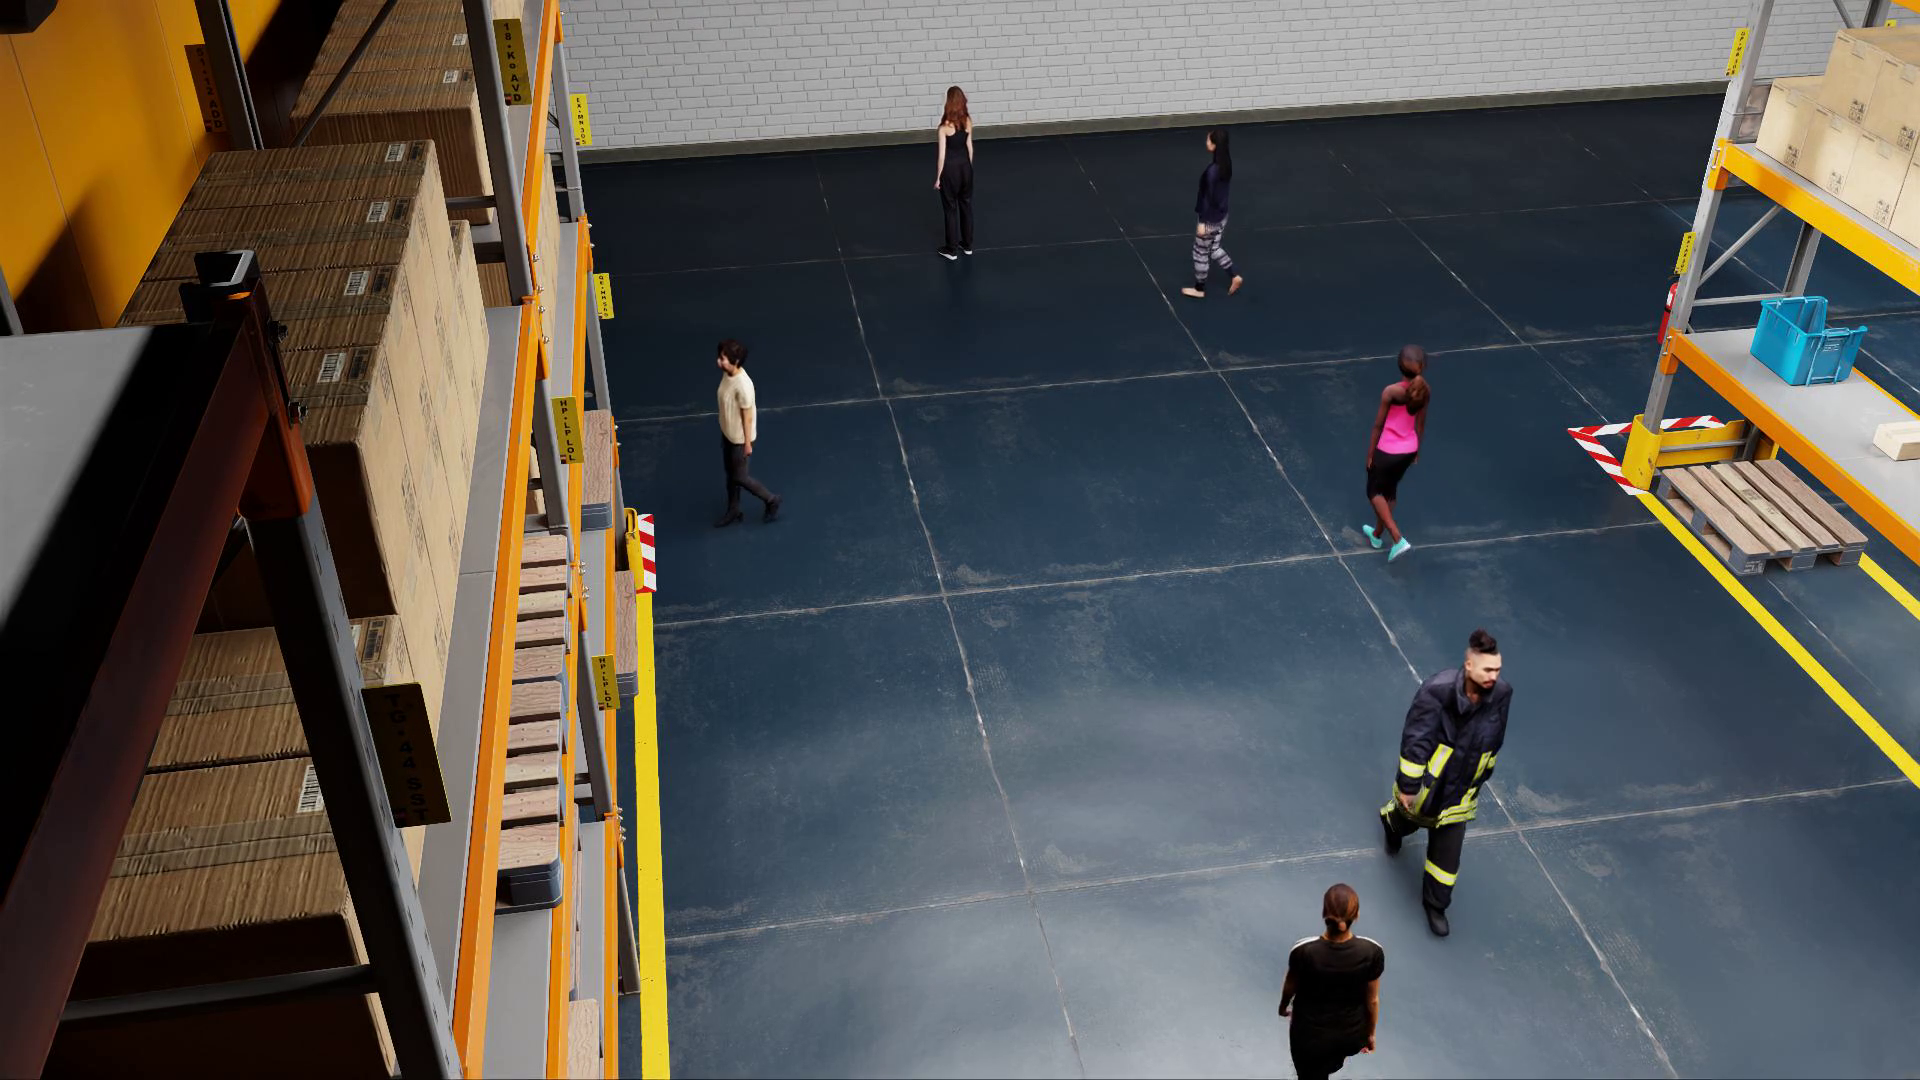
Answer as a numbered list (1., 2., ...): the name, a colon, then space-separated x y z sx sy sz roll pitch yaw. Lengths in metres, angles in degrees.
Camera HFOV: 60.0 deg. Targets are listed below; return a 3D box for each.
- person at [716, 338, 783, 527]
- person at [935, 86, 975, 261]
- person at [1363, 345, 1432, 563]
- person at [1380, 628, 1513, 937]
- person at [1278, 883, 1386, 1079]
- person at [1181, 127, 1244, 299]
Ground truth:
1. person: -1.615 -0.787 12.407 0.752 1.584 0.742 -14 36 -20
2. person: -0.035 -3.665 16.589 0.648 1.748 0.649 -20 39 -27
3. person: 3.163 -0.584 11.990 0.617 1.708 0.917 -9 35 -13
4. person: 2.637 1.212 9.172 0.879 1.836 1.196 2 34 3
5. person: 1.703 2.335 7.675 0.752 1.622 1.143 2 34 3
6. person: 2.450 -3.061 15.703 0.951 1.722 0.905 18 38 26
